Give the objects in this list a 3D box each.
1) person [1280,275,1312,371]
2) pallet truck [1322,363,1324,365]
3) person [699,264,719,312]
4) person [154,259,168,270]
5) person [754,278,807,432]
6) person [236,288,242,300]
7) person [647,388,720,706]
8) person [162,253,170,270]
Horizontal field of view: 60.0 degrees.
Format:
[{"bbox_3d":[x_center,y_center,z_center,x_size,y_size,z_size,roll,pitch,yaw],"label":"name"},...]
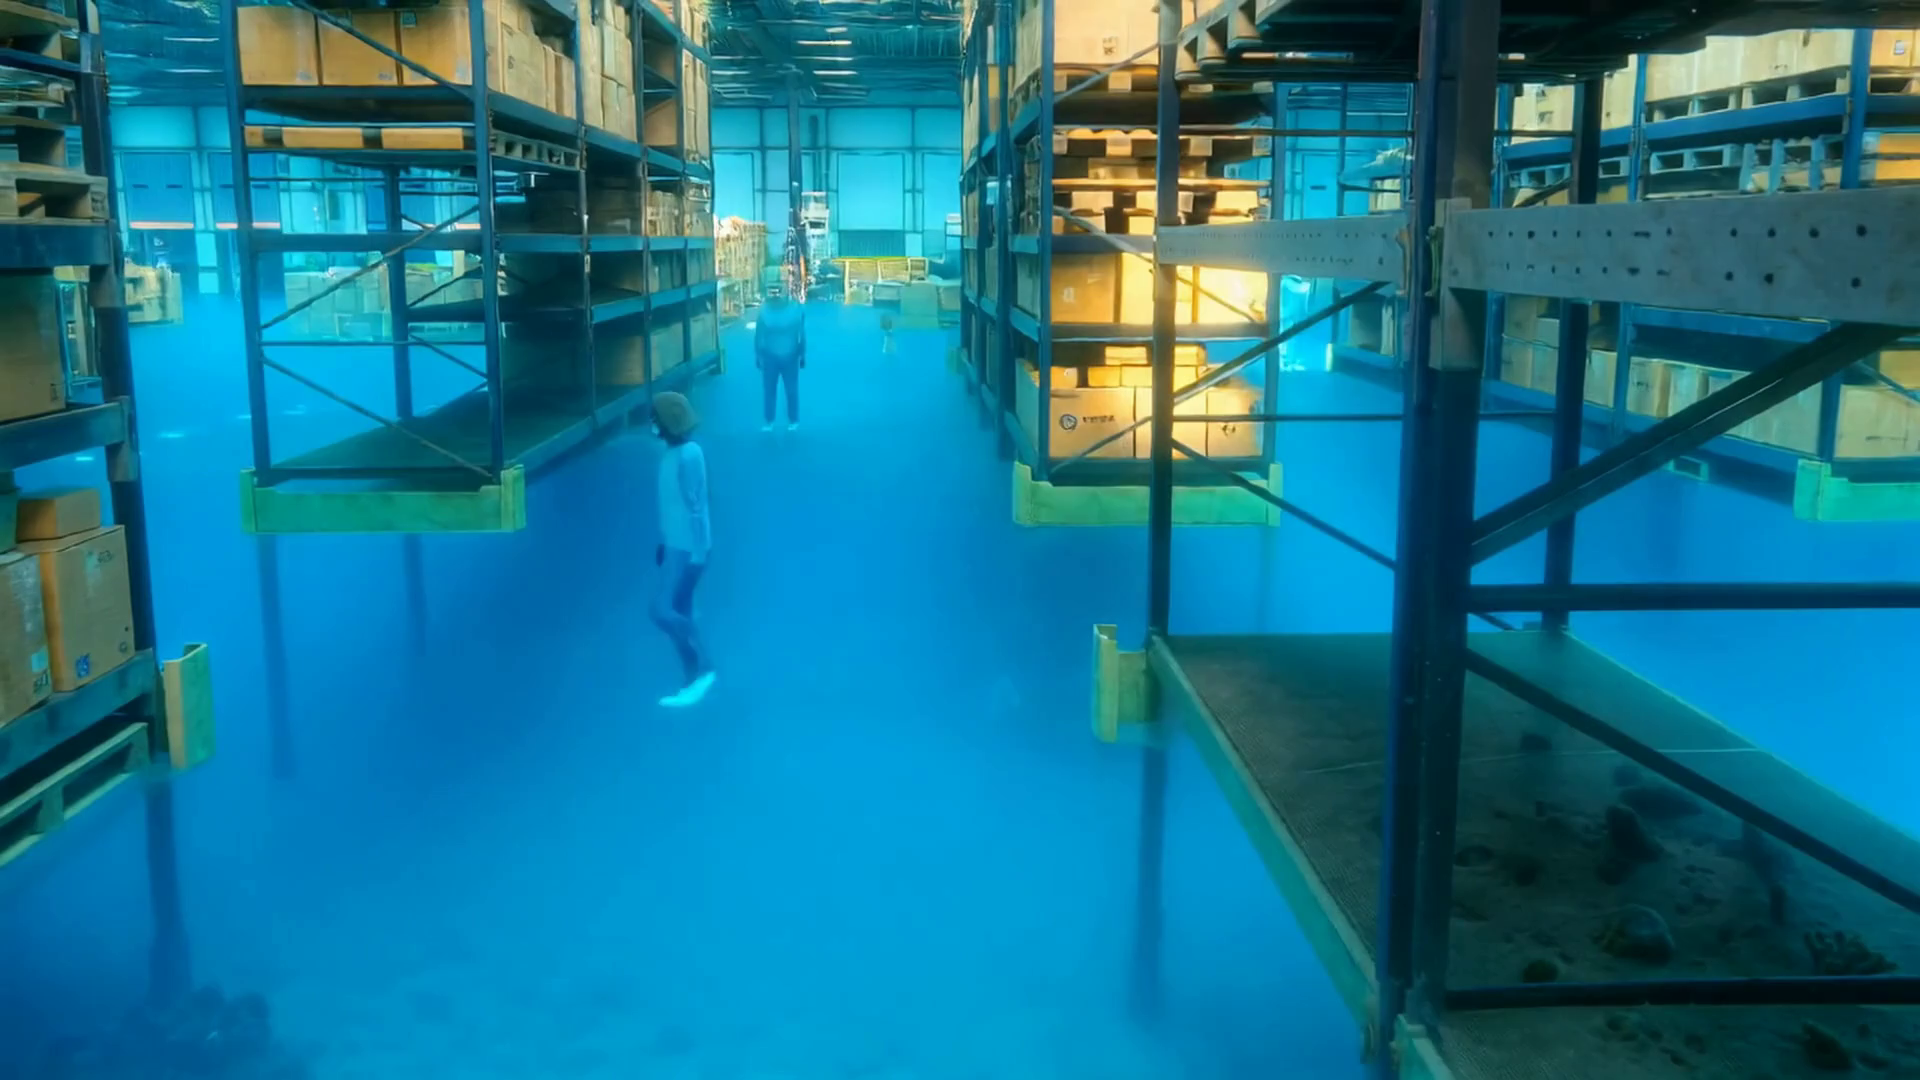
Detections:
[{"bbox_3d":[6.083,-4.014,30.154,0.665,1.930,0.372,-3,11,-18],"label":"person"},{"bbox_3d":[7.712,-4.157,30.737,1.885,1.965,0.823,3,11,16],"label":"pallet truck"},{"bbox_3d":[-5.340,-4.928,35.243,0.549,1.924,0.683,-7,12,-35],"label":"person"},{"bbox_3d":[-31.575,-10.262,65.700,0.536,1.650,0.867,-1,10,-8],"label":"person"},{"bbox_3d":[-2.224,-2.275,20.517,0.652,1.904,0.402,2,10,8],"label":"person"},{"bbox_3d":[-28.813,-10.627,67.080,0.844,1.897,0.546,4,11,21],"label":"person"},{"bbox_3d":[-1.415,0.054,8.312,0.366,1.617,0.527,-5,11,-24],"label":"person"},{"bbox_3d":[-33.190,-11.081,69.656,1.004,1.868,0.607,-1,10,-7],"label":"person"}]
